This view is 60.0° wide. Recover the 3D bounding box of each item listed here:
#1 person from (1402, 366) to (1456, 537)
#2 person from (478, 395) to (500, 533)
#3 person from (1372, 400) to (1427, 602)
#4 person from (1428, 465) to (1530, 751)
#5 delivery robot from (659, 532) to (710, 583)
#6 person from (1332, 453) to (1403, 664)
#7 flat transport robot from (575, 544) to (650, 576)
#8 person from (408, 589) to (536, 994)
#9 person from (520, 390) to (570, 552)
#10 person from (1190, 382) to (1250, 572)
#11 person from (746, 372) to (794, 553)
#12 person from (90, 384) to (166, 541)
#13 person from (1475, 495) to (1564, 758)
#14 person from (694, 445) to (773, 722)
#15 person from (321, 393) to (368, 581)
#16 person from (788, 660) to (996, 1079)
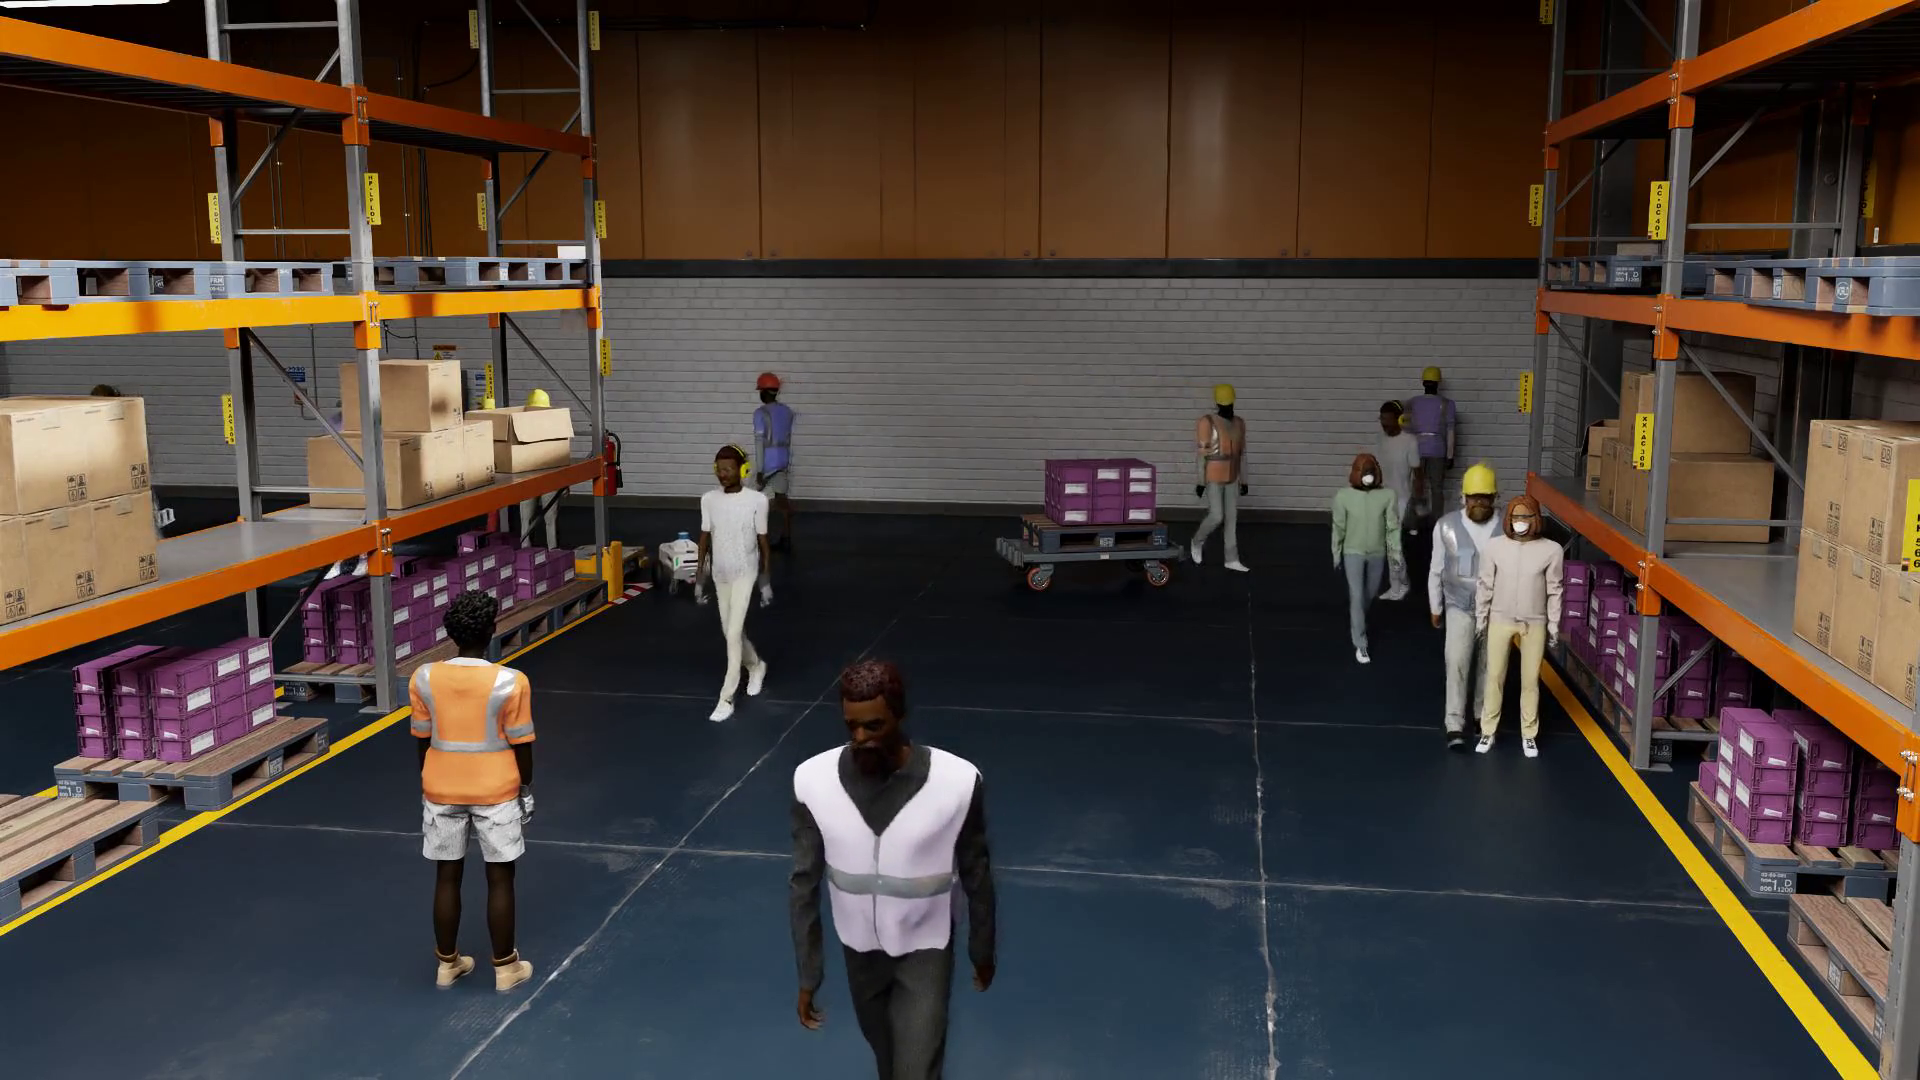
[{"bbox_3d":[5.260,-0.988,18.688,0.585,1.929,0.377,4,10,24],"label":"person"},{"bbox_3d":[-4.762,-0.640,17.086,0.433,1.752,0.543,-7,11,-36],"label":"person"},{"bbox_3d":[3.927,-0.349,15.036,0.487,1.842,0.509,-6,11,-33],"label":"person"},{"bbox_3d":[3.248,0.428,10.392,0.604,1.783,0.928,2,9,13],"label":"person"},{"bbox_3d":[-2.566,0.172,15.469,0.477,0.478,0.707,-4,10,-22],"label":"delivery robot"},{"bbox_3d":[3.152,0.104,12.982,0.513,1.597,0.832,0,9,1],"label":"person"},{"bbox_3d":[-3.546,0.246,16.174,0.652,0.197,1.431,1,9,6],"label":"flat transport robot"},{"bbox_3d":[-2.006,1.045,6.896,0.530,1.686,0.321,1,9,5],"label":"person"},{"bbox_3d":[-4.175,-0.587,16.544,0.588,1.822,0.403,-3,10,-17],"label":"person"},{"bbox_3d":[2.594,-0.628,16.588,0.664,1.903,0.536,-7,11,-36],"label":"person"},{"bbox_3d":[-2.077,-0.824,17.722,0.752,1.913,0.562,8,12,42],"label":"person"},{"bbox_3d":[-8.244,-0.604,16.450,0.875,1.896,0.641,-4,10,-24],"label":"person"},{"bbox_3d":[3.436,0.527,10.249,0.507,1.631,0.266,3,10,20],"label":"person"},{"bbox_3d":[-1.533,0.248,11.372,0.529,1.837,0.917,3,10,18],"label":"person"},{"bbox_3d":[-5.917,-0.527,16.039,0.722,1.862,0.793,1,9,5],"label":"person"},{"bbox_3d":[-0.217,1.263,5.001,0.594,1.853,1.003,2,9,12],"label":"person"}]
